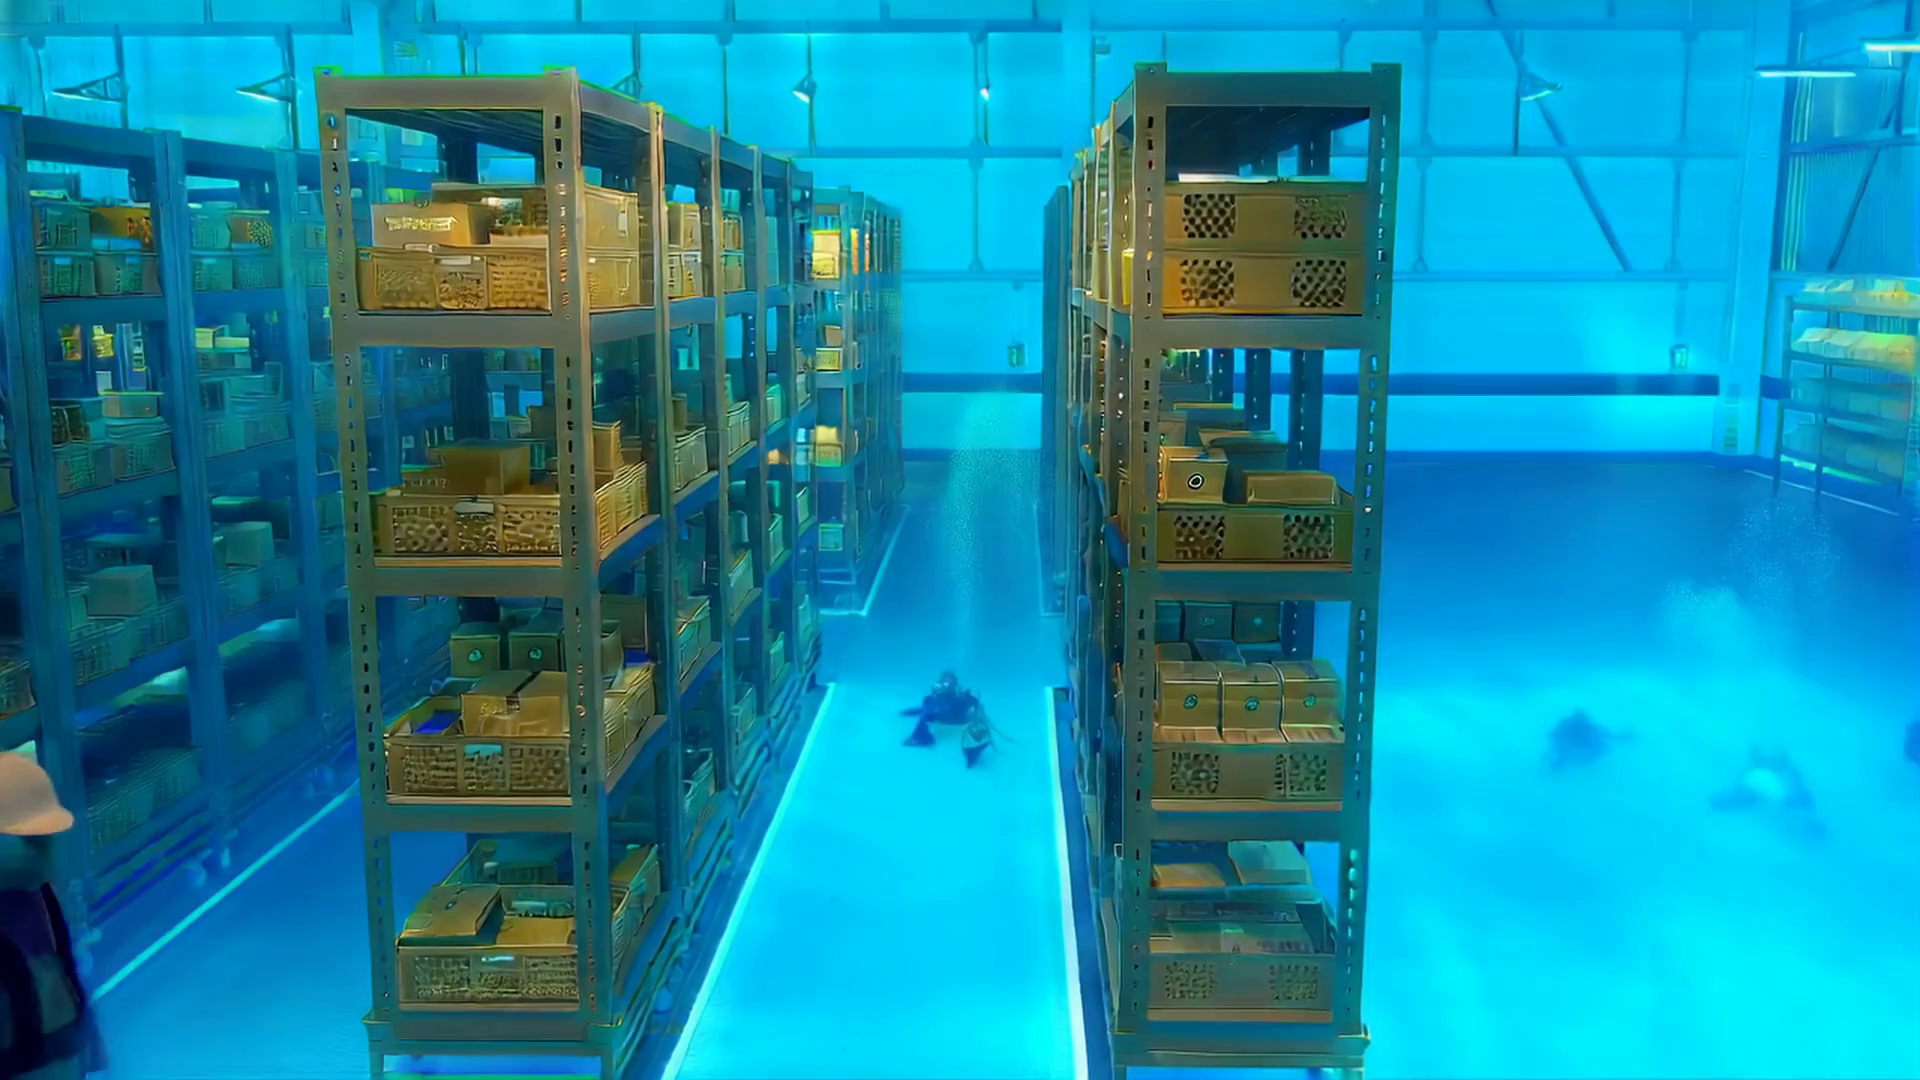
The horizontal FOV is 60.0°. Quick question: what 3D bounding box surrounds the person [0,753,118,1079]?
[{"bbox_3d":[-2.354,1.418,4.258,0.620,1.800,0.609,-2,10,-12],"label":"person"}]
